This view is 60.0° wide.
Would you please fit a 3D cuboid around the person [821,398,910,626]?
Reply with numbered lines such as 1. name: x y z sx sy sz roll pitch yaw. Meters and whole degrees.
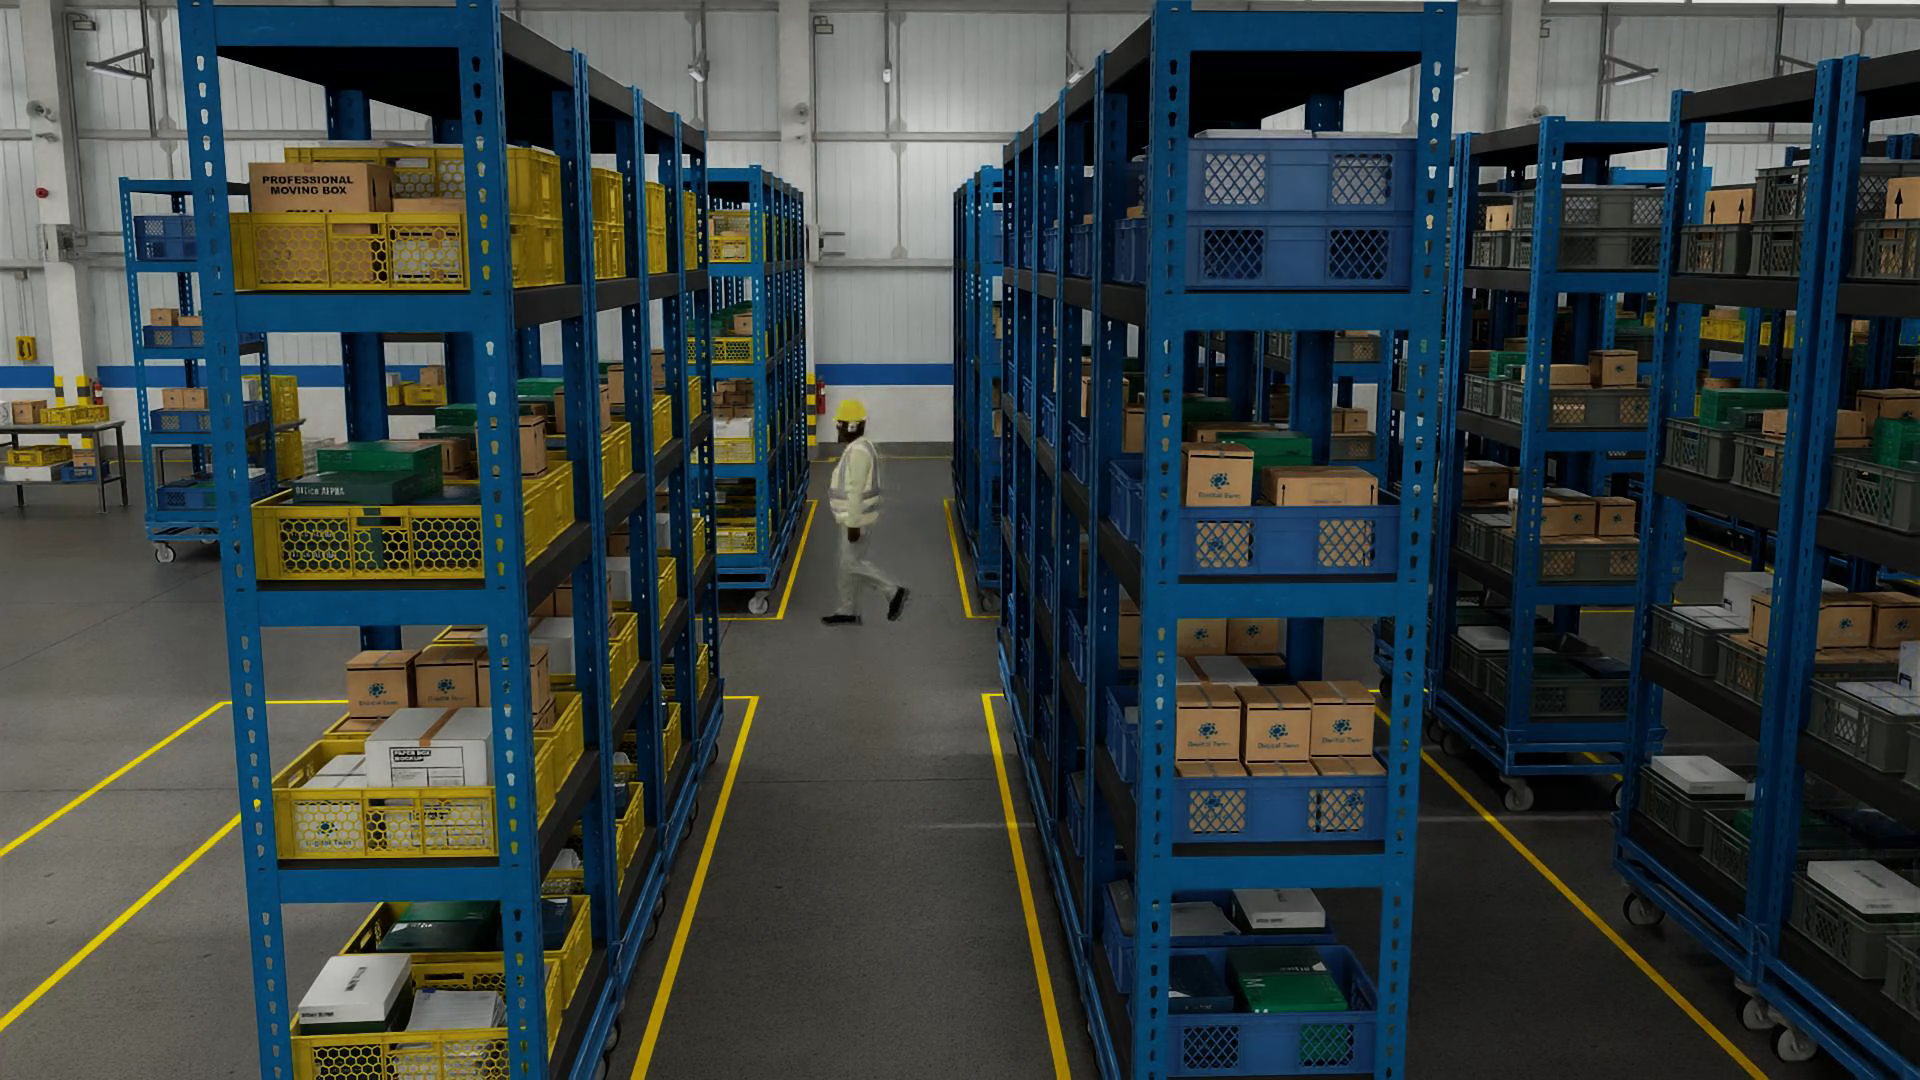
1. person: -0.759 -0.200 12.962 0.613 1.810 0.602 -1 10 -6
